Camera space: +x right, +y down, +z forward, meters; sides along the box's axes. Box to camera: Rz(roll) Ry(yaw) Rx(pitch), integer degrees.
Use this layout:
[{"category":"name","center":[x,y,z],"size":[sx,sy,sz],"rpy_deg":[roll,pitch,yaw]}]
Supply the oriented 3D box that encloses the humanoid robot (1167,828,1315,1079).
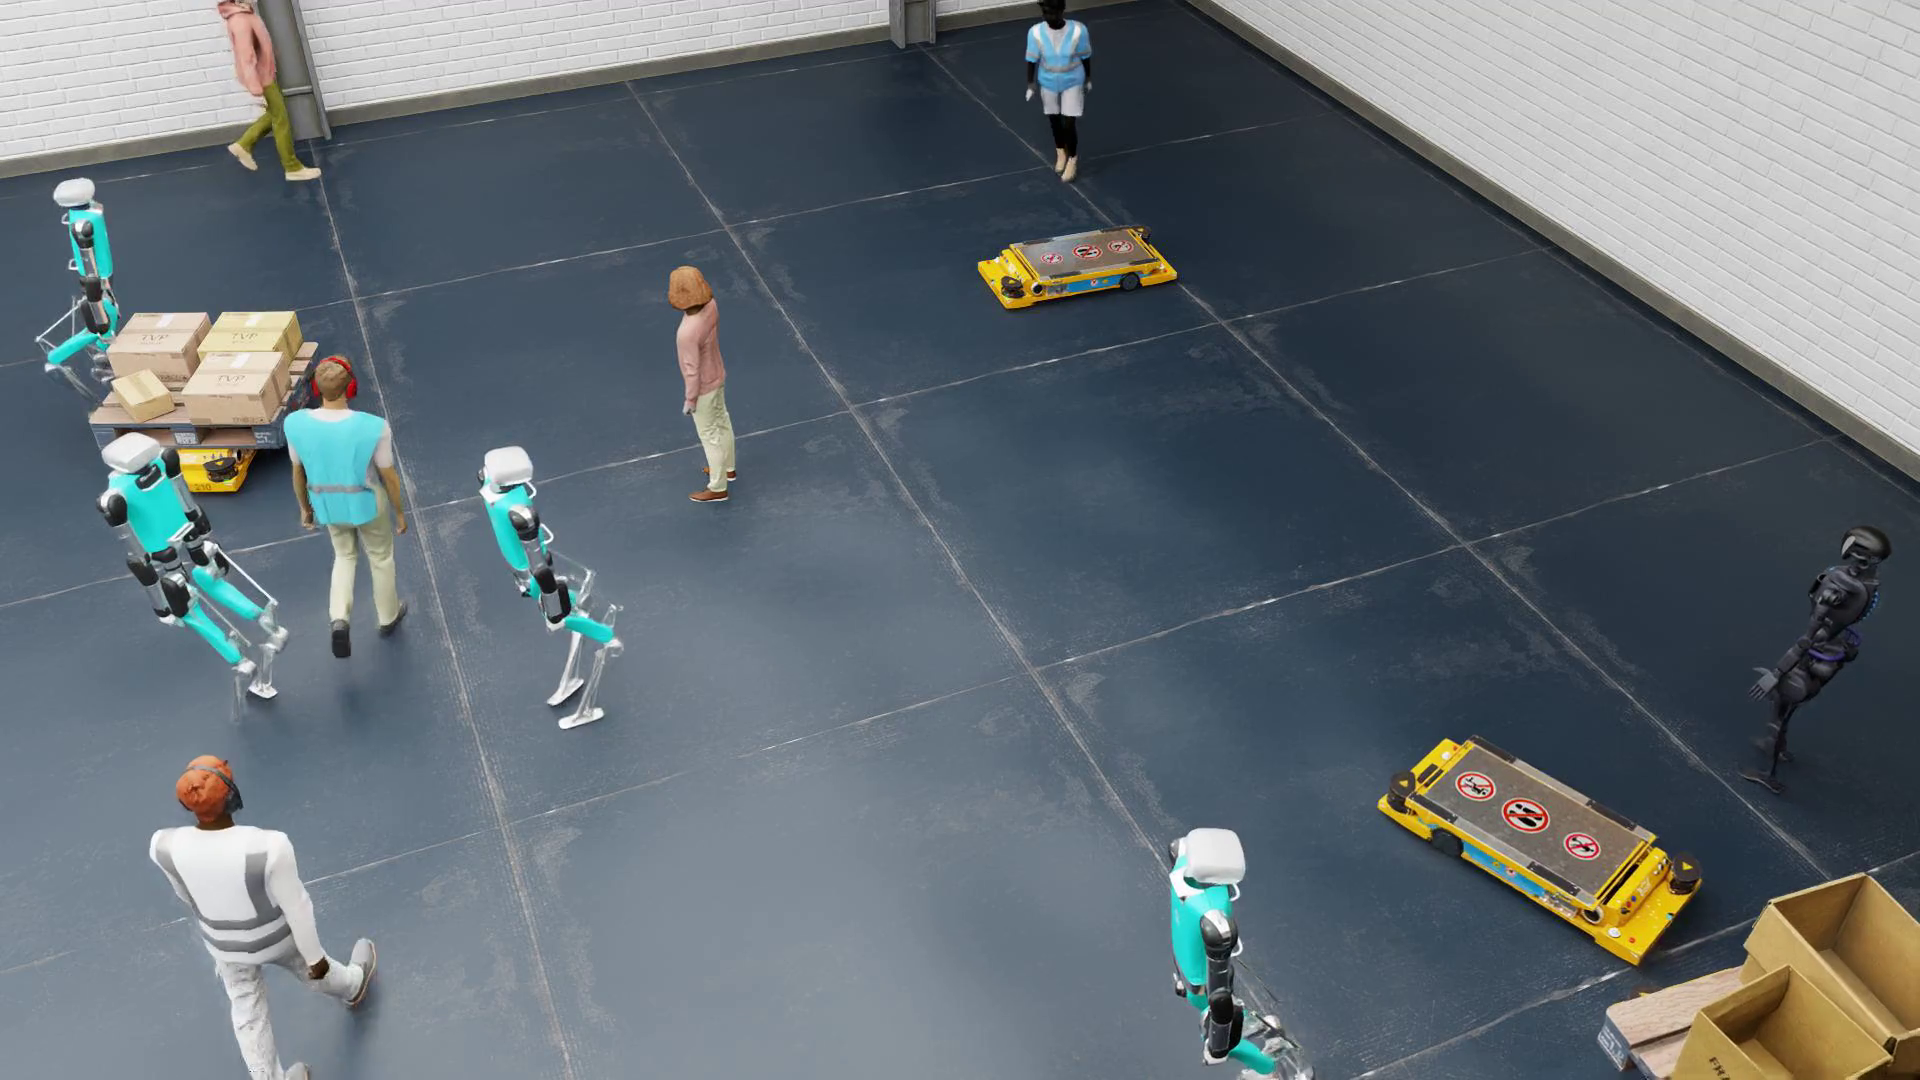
[{"category":"humanoid robot","center":[1.229,1.830,6.736],"size":[0.876,1.833,0.556],"rpy_deg":[-7,38,-9]}]

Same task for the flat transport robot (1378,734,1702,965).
[{"category":"flat transport robot","center":[2.890,1.493,8.330],"size":[1.431,0.231,0.659],"rpy_deg":[31,47,34]}]

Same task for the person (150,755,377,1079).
[{"category":"person","center":[-2.896,1.543,6.969],"size":[0.583,1.837,0.957],"rpy_deg":[0,38,0]}]

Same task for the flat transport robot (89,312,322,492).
[{"category":"flat transport robot","center":[-5.036,-0.806,11.322],"size":[0.659,0.231,1.431],"rpy_deg":[0,38,0]}]

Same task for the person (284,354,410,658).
[{"category":"person","center":[-3.360,-0.132,9.171],"size":[0.611,1.812,0.618],"rpy_deg":[1,38,2]}]

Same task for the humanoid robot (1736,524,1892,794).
[{"category":"humanoid robot","center":[4.240,0.592,8.344],"size":[0.601,1.657,0.387],"rpy_deg":[-27,45,-30]}]

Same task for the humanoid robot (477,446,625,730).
[{"category":"humanoid robot","center":[-2.078,0.199,8.761],"size":[0.669,1.738,0.545],"rpy_deg":[-23,43,-27]}]

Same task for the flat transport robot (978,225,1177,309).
[{"category":"flat transport robot","center":[0.922,-2.152,13.074],"size":[1.431,0.231,0.659],"rpy_deg":[-12,39,-15]}]

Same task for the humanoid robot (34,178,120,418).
[{"category":"humanoid robot","center":[-5.869,-1.473,11.047],"size":[0.764,1.847,0.561],"rpy_deg":[-12,39,-15]}]

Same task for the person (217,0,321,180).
[{"category":"person","center":[-5.970,-3.890,14.059],"size":[0.621,1.821,0.532],"rpy_deg":[-11,39,-14]}]

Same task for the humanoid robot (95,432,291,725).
[{"category":"humanoid robot","center":[-3.896,0.279,8.754],"size":[0.777,1.834,0.531],"rpy_deg":[10,39,12]}]

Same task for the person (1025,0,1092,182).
[{"category":"person","center":[0.836,-3.888,14.188],"size":[0.554,1.651,0.563],"rpy_deg":[9,38,12]}]

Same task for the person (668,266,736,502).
[{"category":"person","center":[-1.616,-0.972,10.416],"size":[0.284,1.633,0.500],"rpy_deg":[7,38,10]}]

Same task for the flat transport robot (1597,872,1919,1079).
[{"category":"flat transport robot","center":[3.503,2.447,7.089],"size":[0.659,0.231,1.431],"rpy_deg":[-12,39,-15]}]
